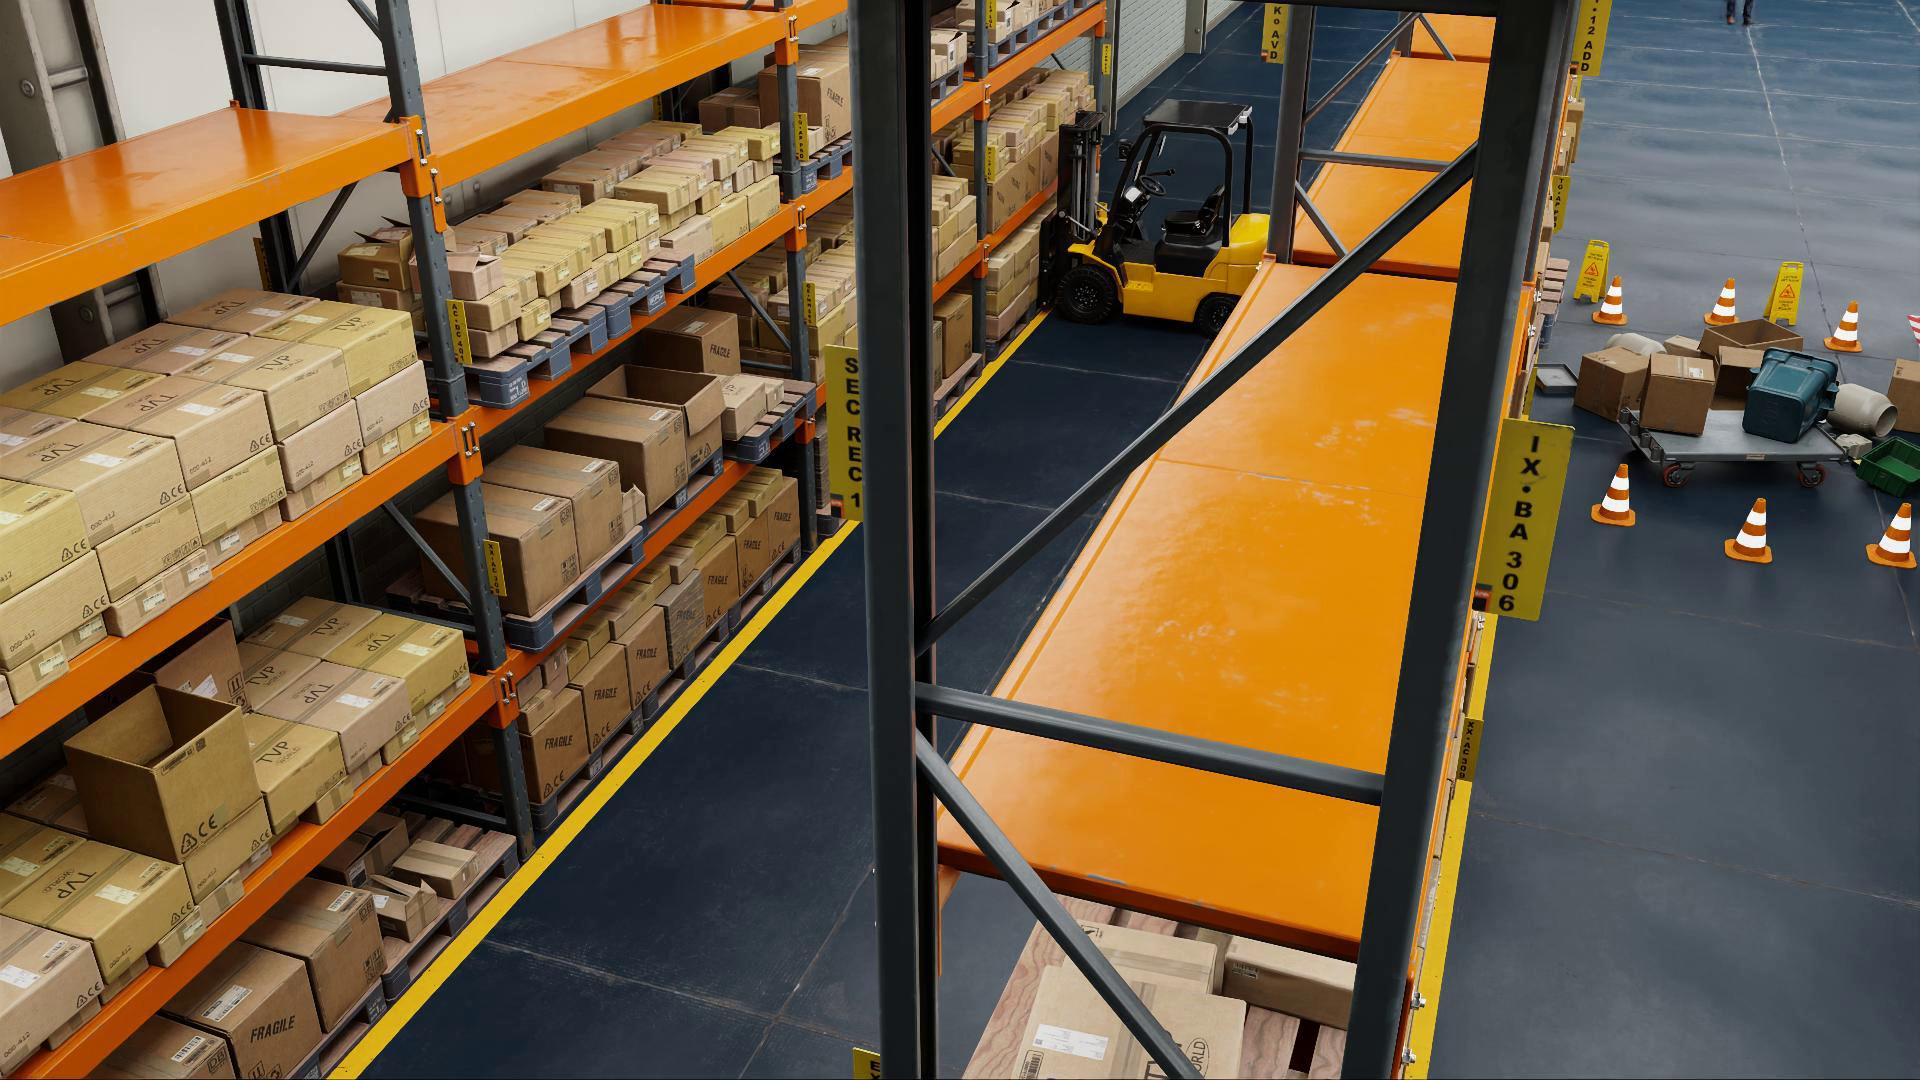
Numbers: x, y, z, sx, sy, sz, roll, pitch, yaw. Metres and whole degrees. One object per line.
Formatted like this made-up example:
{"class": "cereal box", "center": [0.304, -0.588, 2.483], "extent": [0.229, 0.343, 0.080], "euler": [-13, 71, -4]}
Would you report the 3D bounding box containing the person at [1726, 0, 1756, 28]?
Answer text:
{"class": "person", "center": [14.605, -10.562, 31.010], "extent": [0.982, 1.871, 1.186], "euler": [1, 28, 1]}
